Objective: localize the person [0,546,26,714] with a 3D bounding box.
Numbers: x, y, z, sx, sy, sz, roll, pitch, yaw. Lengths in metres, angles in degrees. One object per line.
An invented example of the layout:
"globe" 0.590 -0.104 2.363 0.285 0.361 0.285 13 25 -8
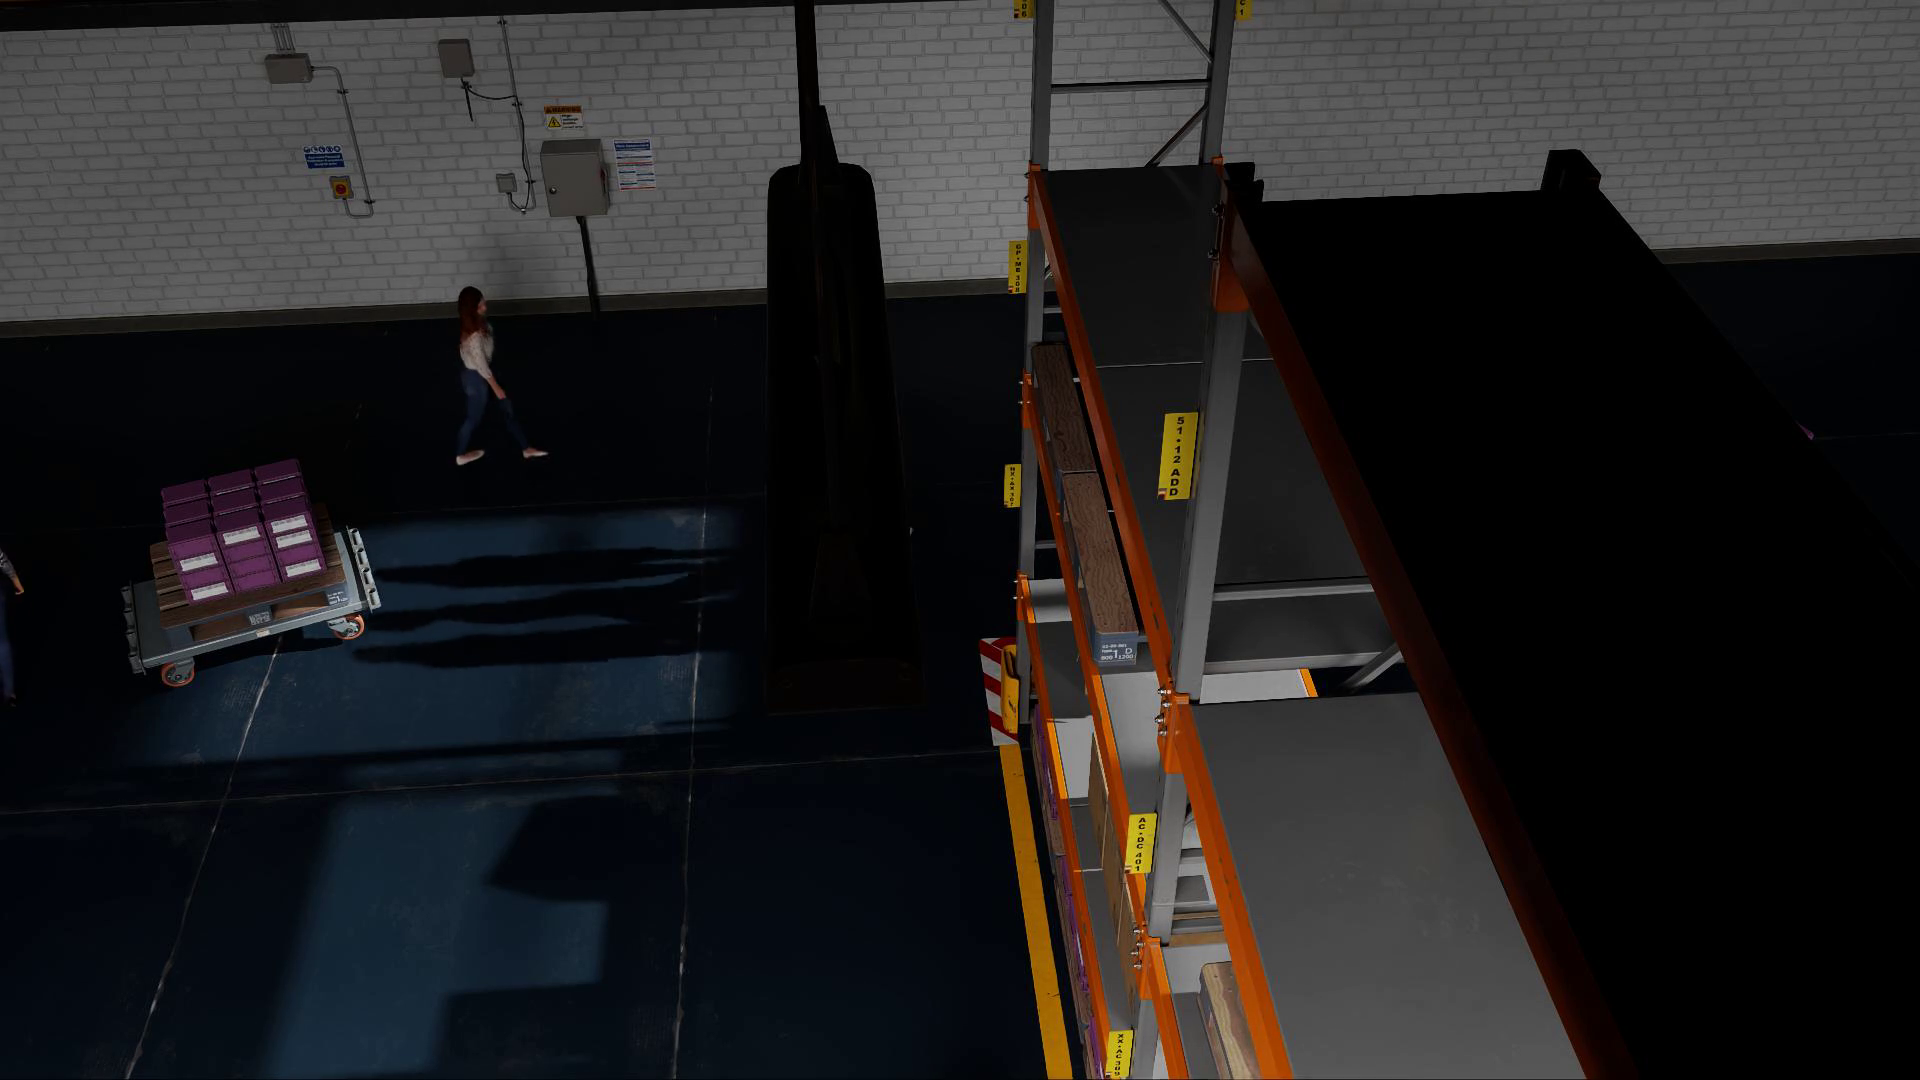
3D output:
"person" -6.392 0.453 10.867 0.701 1.767 0.728 -15 41 -18

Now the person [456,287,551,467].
"person" -3.857 -1.276 13.108 0.710 1.673 0.933 -7 39 -9
